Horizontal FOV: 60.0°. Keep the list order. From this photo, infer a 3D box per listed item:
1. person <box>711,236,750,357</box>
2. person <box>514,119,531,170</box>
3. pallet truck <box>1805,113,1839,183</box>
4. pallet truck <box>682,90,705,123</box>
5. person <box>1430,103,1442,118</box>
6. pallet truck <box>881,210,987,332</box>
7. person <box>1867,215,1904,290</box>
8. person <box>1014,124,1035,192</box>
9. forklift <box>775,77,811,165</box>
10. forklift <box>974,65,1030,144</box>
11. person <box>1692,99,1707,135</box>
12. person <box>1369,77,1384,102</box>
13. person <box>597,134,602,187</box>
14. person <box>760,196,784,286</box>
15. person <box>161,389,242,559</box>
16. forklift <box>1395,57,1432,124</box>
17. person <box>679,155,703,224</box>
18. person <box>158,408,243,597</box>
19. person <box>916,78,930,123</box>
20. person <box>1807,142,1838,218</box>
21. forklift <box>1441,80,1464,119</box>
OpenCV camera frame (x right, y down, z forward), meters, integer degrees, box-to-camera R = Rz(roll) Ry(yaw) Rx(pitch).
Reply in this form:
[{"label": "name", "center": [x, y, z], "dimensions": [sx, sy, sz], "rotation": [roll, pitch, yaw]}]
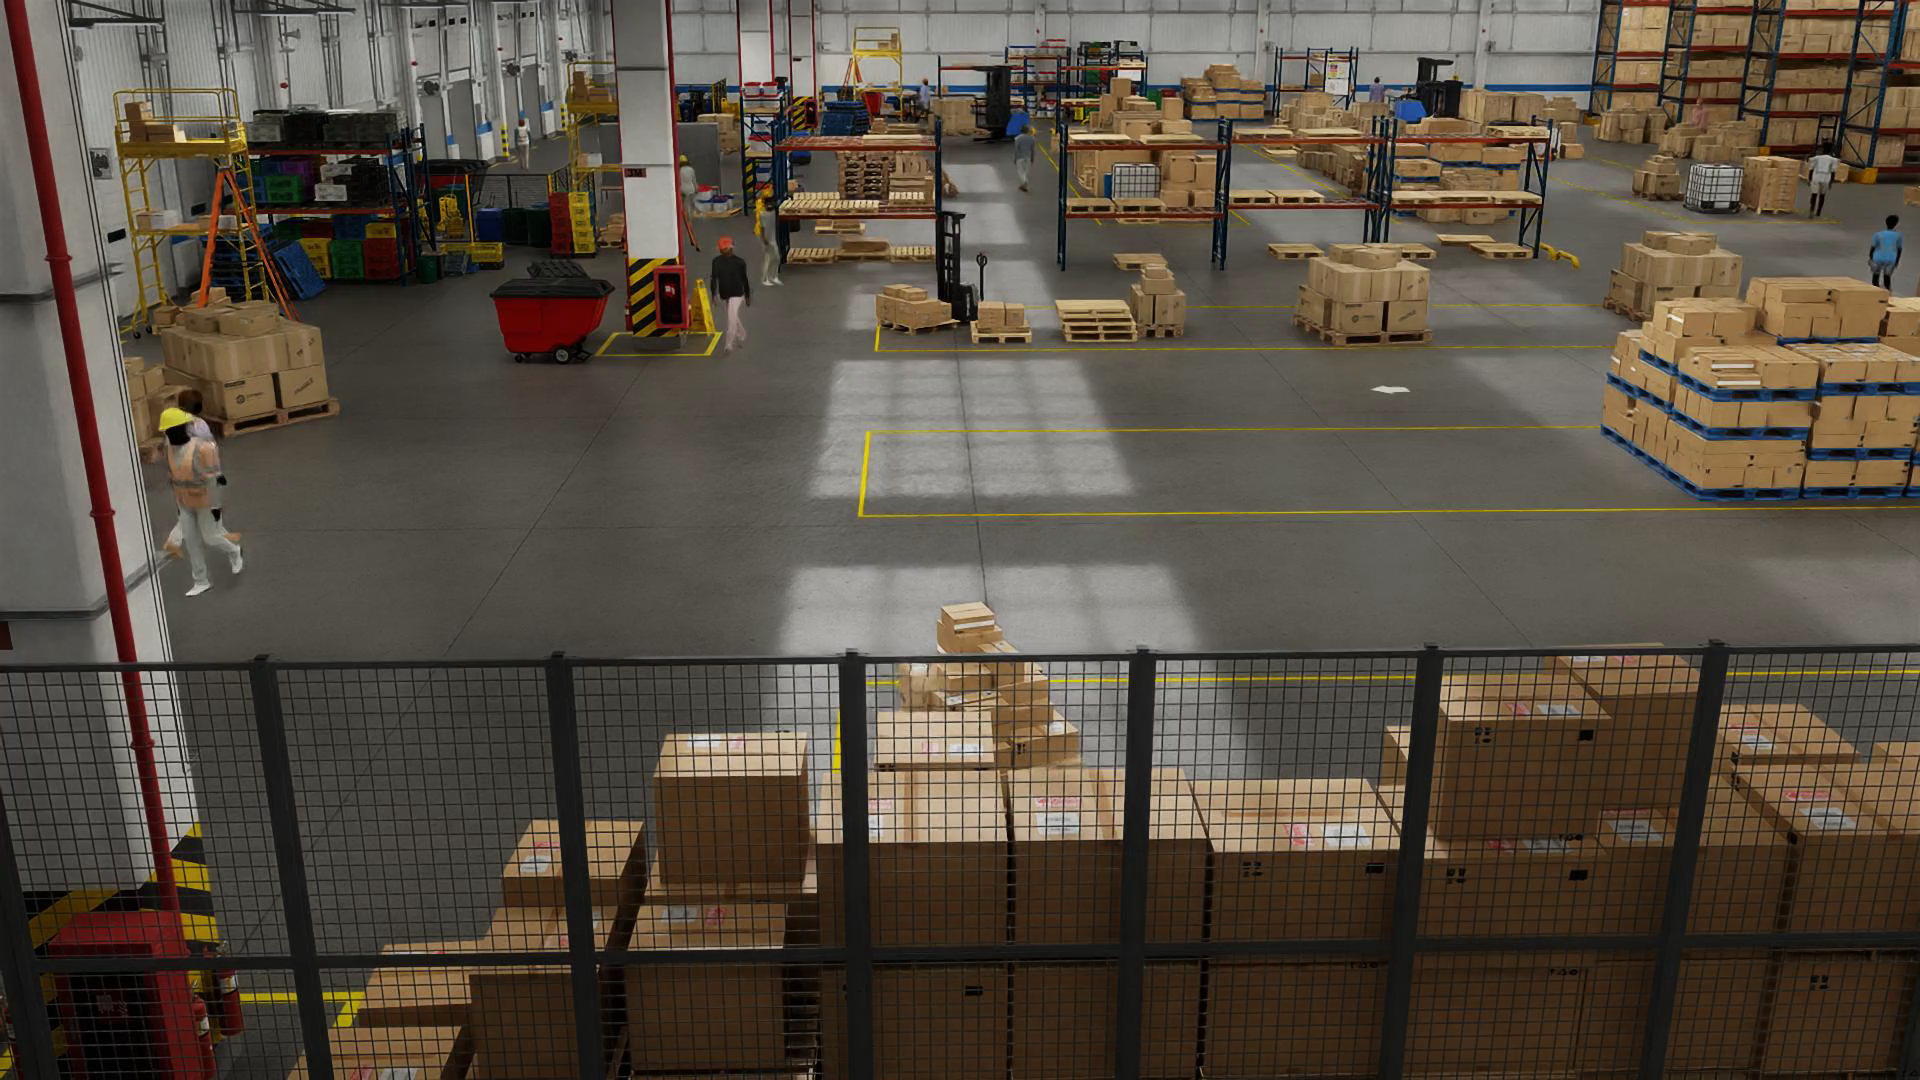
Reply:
[{"label": "person", "center": [-3.759, -4.037, 27.314], "dimensions": [0.607, 1.939, 1.060], "rotation": [8, 20, 23]}, {"label": "person", "center": [-14.164, -12.838, 53.937], "dimensions": [0.524, 1.597, 0.856], "rotation": [-4, 19, -12]}, {"label": "pallet truck", "center": [26.403, -11.957, 50.702], "dimensions": [0.823, 1.965, 1.885], "rotation": [6, 19, 16]}, {"label": "pallet truck", "center": [-9.671, -15.907, 62.421], "dimensions": [0.823, 1.965, 1.885], "rotation": [5, 19, 15]}, {"label": "person", "center": [15.822, -13.449, 55.134], "dimensions": [0.611, 1.995, 0.380], "rotation": [-1, 19, -2]}, {"label": "pallet truck", "center": [-0.493, -4.759, 29.349], "dimensions": [1.885, 1.965, 0.823], "rotation": [-13, 23, -34]}, {"label": "person", "center": [17.480, -5.303, 31.455], "dimensions": [0.547, 1.681, 0.368], "rotation": [6, 19, 17]}, {"label": "person", "center": [1.851, -11.046, 48.118], "dimensions": [0.649, 1.919, 0.446], "rotation": [-7, 20, -19]}, {"label": "forklift", "center": [-5.920, -13.893, 55.085], "dimensions": [1.873, 2.768, 1.129], "rotation": [-1, 19, -1]}, {"label": "forklift", "center": [1.597, -16.375, 62.448], "dimensions": [1.873, 2.768, 1.129], "rotation": [-10, 21, -27]}, {"label": "person", "center": [26.048, -14.653, 58.909], "dimensions": [0.976, 1.852, 0.676], "rotation": [-7, 20, -20]}, {"label": "person", "center": [17.796, -18.815, 71.147], "dimensions": [0.636, 1.938, 0.357], "rotation": [-1, 19, -2]}, {"label": "person", "center": [-10.507, -11.463, 49.484], "dimensions": [0.584, 1.851, 0.955], "rotation": [5, 19, 15]}, {"label": "person", "center": [-3.820, -5.968, 33.203], "dimensions": [0.544, 1.820, 0.556], "rotation": [12, 22, 31]}, {"label": "person", "center": [-8.175, -0.714, 17.669], "dimensions": [0.620, 1.803, 0.888], "rotation": [16, 24, 38]}, {"label": "forklift", "center": [19.108, -18.499, 68.749], "dimensions": [1.873, 2.768, 1.129], "rotation": [-1, 19, -1]}, {"label": "person", "center": [-6.781, -8.758, 41.630], "dimensions": [0.502, 1.715, 0.605], "rotation": [-18, 25, -42]}, {"label": "person", "center": [-7.605, -0.418, 16.622], "dimensions": [0.611, 1.898, 0.673], "rotation": [5, 19, 14]}, {"label": "person", "center": [-1.543, -18.735, 70.951], "dimensions": [0.728, 1.907, 0.585], "rotation": [-10, 21, -28]}, {"label": "person", "center": [22.169, -9.258, 42.806], "dimensions": [0.623, 1.940, 0.896], "rotation": [9, 21, 25]}, {"label": "forklift", "center": [15.644, -13.239, 53.146], "dimensions": [1.873, 2.768, 1.129], "rotation": [-1, 19, -1]}]
